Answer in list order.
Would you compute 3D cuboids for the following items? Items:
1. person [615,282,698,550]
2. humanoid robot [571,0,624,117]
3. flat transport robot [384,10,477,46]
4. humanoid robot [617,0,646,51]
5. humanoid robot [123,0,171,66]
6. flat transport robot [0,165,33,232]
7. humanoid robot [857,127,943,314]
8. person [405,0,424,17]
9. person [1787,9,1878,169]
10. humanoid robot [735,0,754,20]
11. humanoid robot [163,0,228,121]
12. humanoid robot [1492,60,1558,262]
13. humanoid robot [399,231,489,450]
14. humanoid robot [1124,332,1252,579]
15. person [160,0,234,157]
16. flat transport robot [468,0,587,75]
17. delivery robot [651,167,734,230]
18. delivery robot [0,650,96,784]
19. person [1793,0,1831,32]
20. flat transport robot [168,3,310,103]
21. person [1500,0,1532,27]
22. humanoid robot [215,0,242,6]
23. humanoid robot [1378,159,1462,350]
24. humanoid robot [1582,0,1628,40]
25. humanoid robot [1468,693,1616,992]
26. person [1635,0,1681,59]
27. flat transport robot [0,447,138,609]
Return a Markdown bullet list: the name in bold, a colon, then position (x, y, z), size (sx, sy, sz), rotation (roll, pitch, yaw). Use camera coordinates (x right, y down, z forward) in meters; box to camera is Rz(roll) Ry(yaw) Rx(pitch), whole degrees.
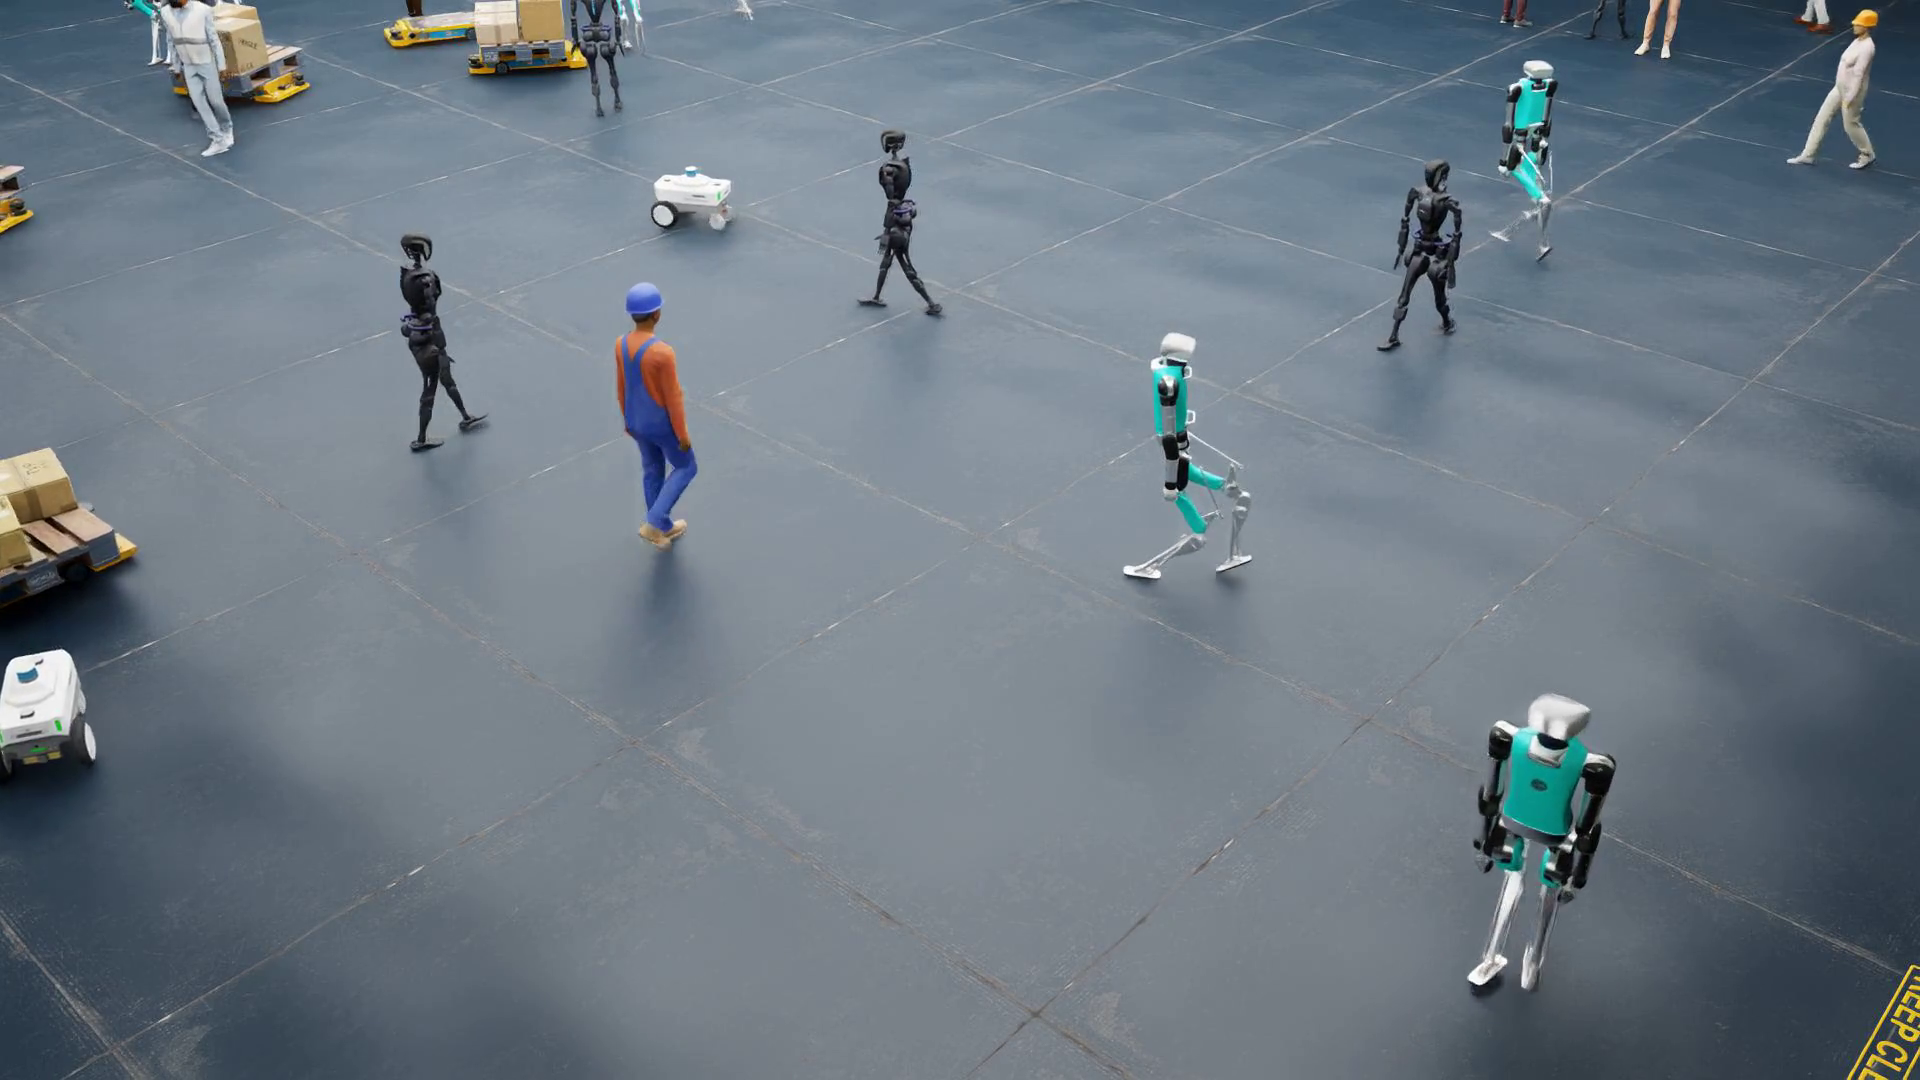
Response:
- **person**: position (-2.001, -0.768, 10.851), size (0.539, 1.892, 0.486), rotation (19, 36, 27)
- **humanoid robot**: position (-4.169, -5.726, 19.065), size (0.602, 1.656, 0.571), rotation (-4, 32, -6)
- **flat transport robot**: position (-6.870, -6.797, 22.099), size (1.431, 0.231, 0.659), rotation (-13, 34, -20)
- **humanoid robot**: position (-4.267, -7.032, 21.197), size (0.545, 1.907, 0.735), rotation (-15, 35, -23)
- **humanoid robot**: position (-10.094, -6.815, 20.689), size (0.530, 1.746, 0.689), rotation (5, 32, 8)
- **flat transport robot**: position (-9.930, -3.197, 16.302), size (1.431, 0.231, 0.659), rotation (7, 32, 11)
- **humanoid robot**: position (-0.523, -2.709, 14.239), size (0.796, 1.633, 0.601), rotation (5, 32, 9)
- **person**: position (-7.303, -7.796, 22.101), size (0.361, 1.963, 0.611), rotation (-21, 37, -30)
- **person**: position (9.342, -4.699, 17.396), size (0.822, 1.660, 0.480), rotation (3, 32, 5)
- **humanoid robot**: position (-3.029, -7.960, 22.641), size (0.747, 1.837, 0.542), rotation (10, 33, 15)
- **humanoid robot**: position (-8.618, -5.560, 18.771), size (0.335, 1.655, 0.595), rotation (25, 39, 34)
- **humanoid robot**: position (5.395, -3.448, 15.357), size (0.532, 1.778, 1.003), rotation (-14, 34, -21)
- **humanoid robot**: position (-3.851, -1.475, 12.204), size (0.659, 1.636, 0.611), rotation (-19, 37, -28)
- **humanoid robot**: position (1.590, -0.465, 10.551), size (1.009, 1.771, 0.530), rotation (4, 32, 7)
- **person**: position (-8.161, -5.082, 17.807), size (0.649, 1.873, 0.521), rotation (3, 32, 5)
- **flat transport robot**: position (-5.462, -6.117, 21.003), size (1.431, 0.231, 0.659), rotation (-7, 33, -11)
- **delivery robot**: position (-2.639, -3.348, 16.293), size (0.798, 0.614, 0.499), rotation (7, 33, 11)
- **delivery robot**: position (-5.162, 0.971, 9.333), size (0.499, 0.609, 0.807), rotation (-11, 33, -17)
- **person**: position (11.562, -7.715, 22.154), size (0.517, 1.780, 0.665), rotation (-16, 35, -23)
- **flat transport robot**: position (-8.642, -5.480, 19.978), size (1.431, 0.231, 0.659), rotation (9, 33, 14)
- **person**: position (7.598, -7.826, 22.302), size (0.380, 1.805, 0.552), rotation (-16, 35, -24)
- **humanoid robot**: position (-10.240, -8.186, 22.882), size (0.542, 1.727, 0.707), rotation (-3, 32, -5)
- **humanoid robot**: position (3.886, -2.360, 13.695), size (0.837, 1.629, 0.609), rotation (-25, 40, -34)
- **humanoid robot**: position (8.586, -7.346, 21.677), size (0.616, 1.639, 0.612), rotation (-17, 36, -25)
- **humanoid robot**: position (2.664, 1.338, 7.584), size (0.531, 1.763, 0.744), rotation (21, 37, 30)
- **person**: position (8.968, -7.058, 20.994), size (0.512, 1.879, 0.350), rotation (16, 35, 24)
- **flat transport robot**: position (-6.222, 0.202, 10.828), size (0.659, 0.231, 1.431), rotation (24, 39, 33)
